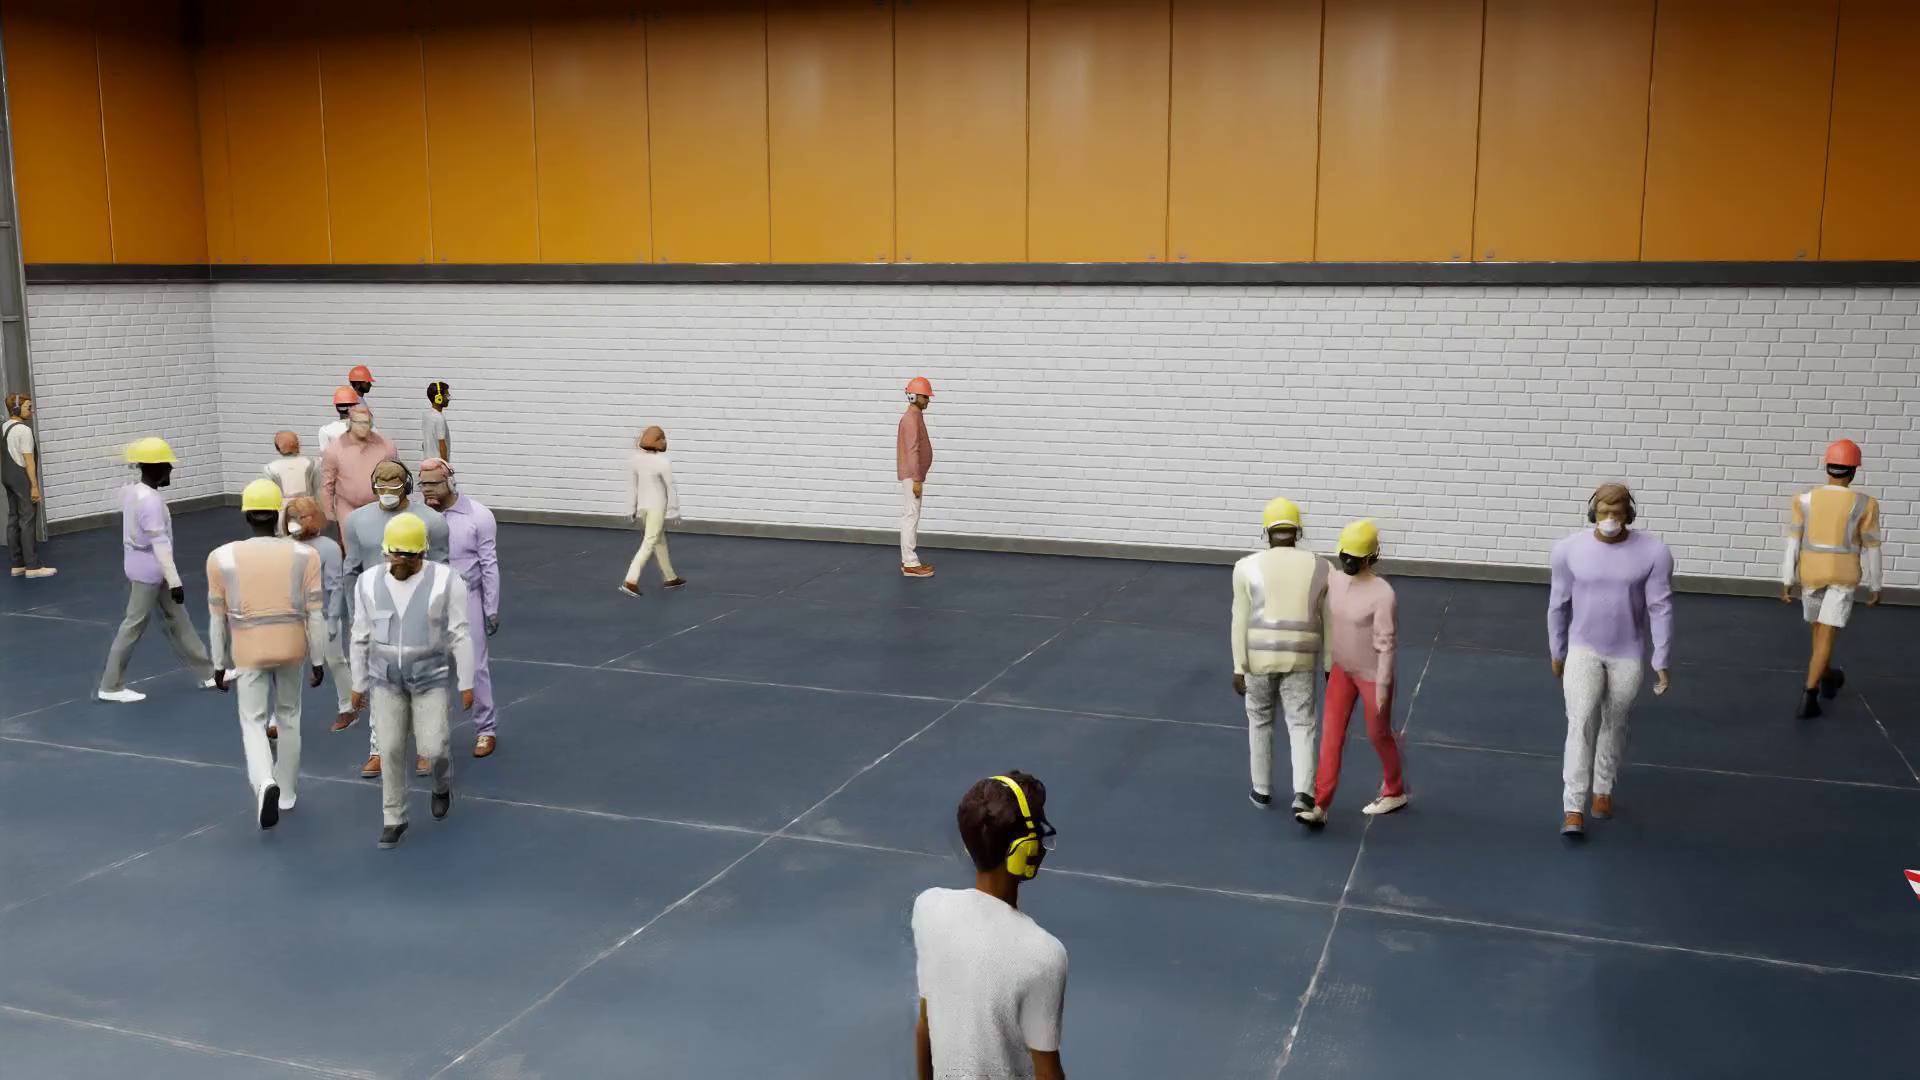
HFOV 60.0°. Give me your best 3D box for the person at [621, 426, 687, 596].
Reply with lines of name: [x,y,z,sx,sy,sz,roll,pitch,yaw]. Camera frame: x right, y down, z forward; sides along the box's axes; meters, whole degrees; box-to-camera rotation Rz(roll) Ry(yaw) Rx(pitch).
person: [-2.917,-0.284,15.702,0.519,1.594,0.844,7,12,38]

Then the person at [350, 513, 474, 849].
person: [-2.894,0.727,8.806,0.664,1.798,0.544,0,9,-1]

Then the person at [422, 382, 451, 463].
person: [-5.574,-0.759,17.807,0.319,1.870,0.521,-7,11,-37]

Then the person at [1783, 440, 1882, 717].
person: [6.059,0.249,11.519,0.571,1.880,1.008,9,13,44]

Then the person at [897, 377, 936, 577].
person: [-0.438,-0.637,16.678,0.392,1.990,0.611,0,9,-1]

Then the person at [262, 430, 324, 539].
person: [-6.000,-0.185,15.028,0.514,1.618,0.635,-4,10,-24]

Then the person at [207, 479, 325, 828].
person: [-3.780,0.622,9.117,0.586,1.907,0.730,-5,10,-26]

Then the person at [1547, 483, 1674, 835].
person: [3.487,0.649,8.959,0.647,1.894,0.955,3,10,20]

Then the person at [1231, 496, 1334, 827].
person: [1.802,0.675,9.189,0.608,1.795,0.751,0,9,3]

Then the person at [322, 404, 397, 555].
person: [-5.337,-0.284,14.829,0.671,1.882,0.677,-5,10,-29]

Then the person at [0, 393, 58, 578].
person: [-9.331,-0.543,16.551,0.506,1.843,0.351,6,11,33]

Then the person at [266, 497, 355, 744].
person: [-4.228,0.520,10.740,0.523,1.585,0.875,2,9,12]

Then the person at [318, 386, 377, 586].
person: [-5.912,-0.522,16.134,0.552,1.933,0.364,-5,10,-27]

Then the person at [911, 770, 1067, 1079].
person: [0.047,1.475,4.040,0.675,1.847,0.515,-8,12,-42]

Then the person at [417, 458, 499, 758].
person: [-3.212,0.425,10.400,0.653,1.893,0.400,0,9,-1]

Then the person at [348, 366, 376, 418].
person: [-7.033,-1.082,19.600,0.371,1.935,0.551,-3,10,-20]

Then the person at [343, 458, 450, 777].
person: [-3.381,0.464,10.019,0.627,1.935,0.371,-1,9,-5]

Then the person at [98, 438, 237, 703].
person: [-5.664,0.210,11.788,1.010,1.866,0.606,-5,11,-29]

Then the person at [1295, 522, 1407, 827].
person: [2.169,0.731,9.045,0.892,1.705,0.537,-6,11,-32]
